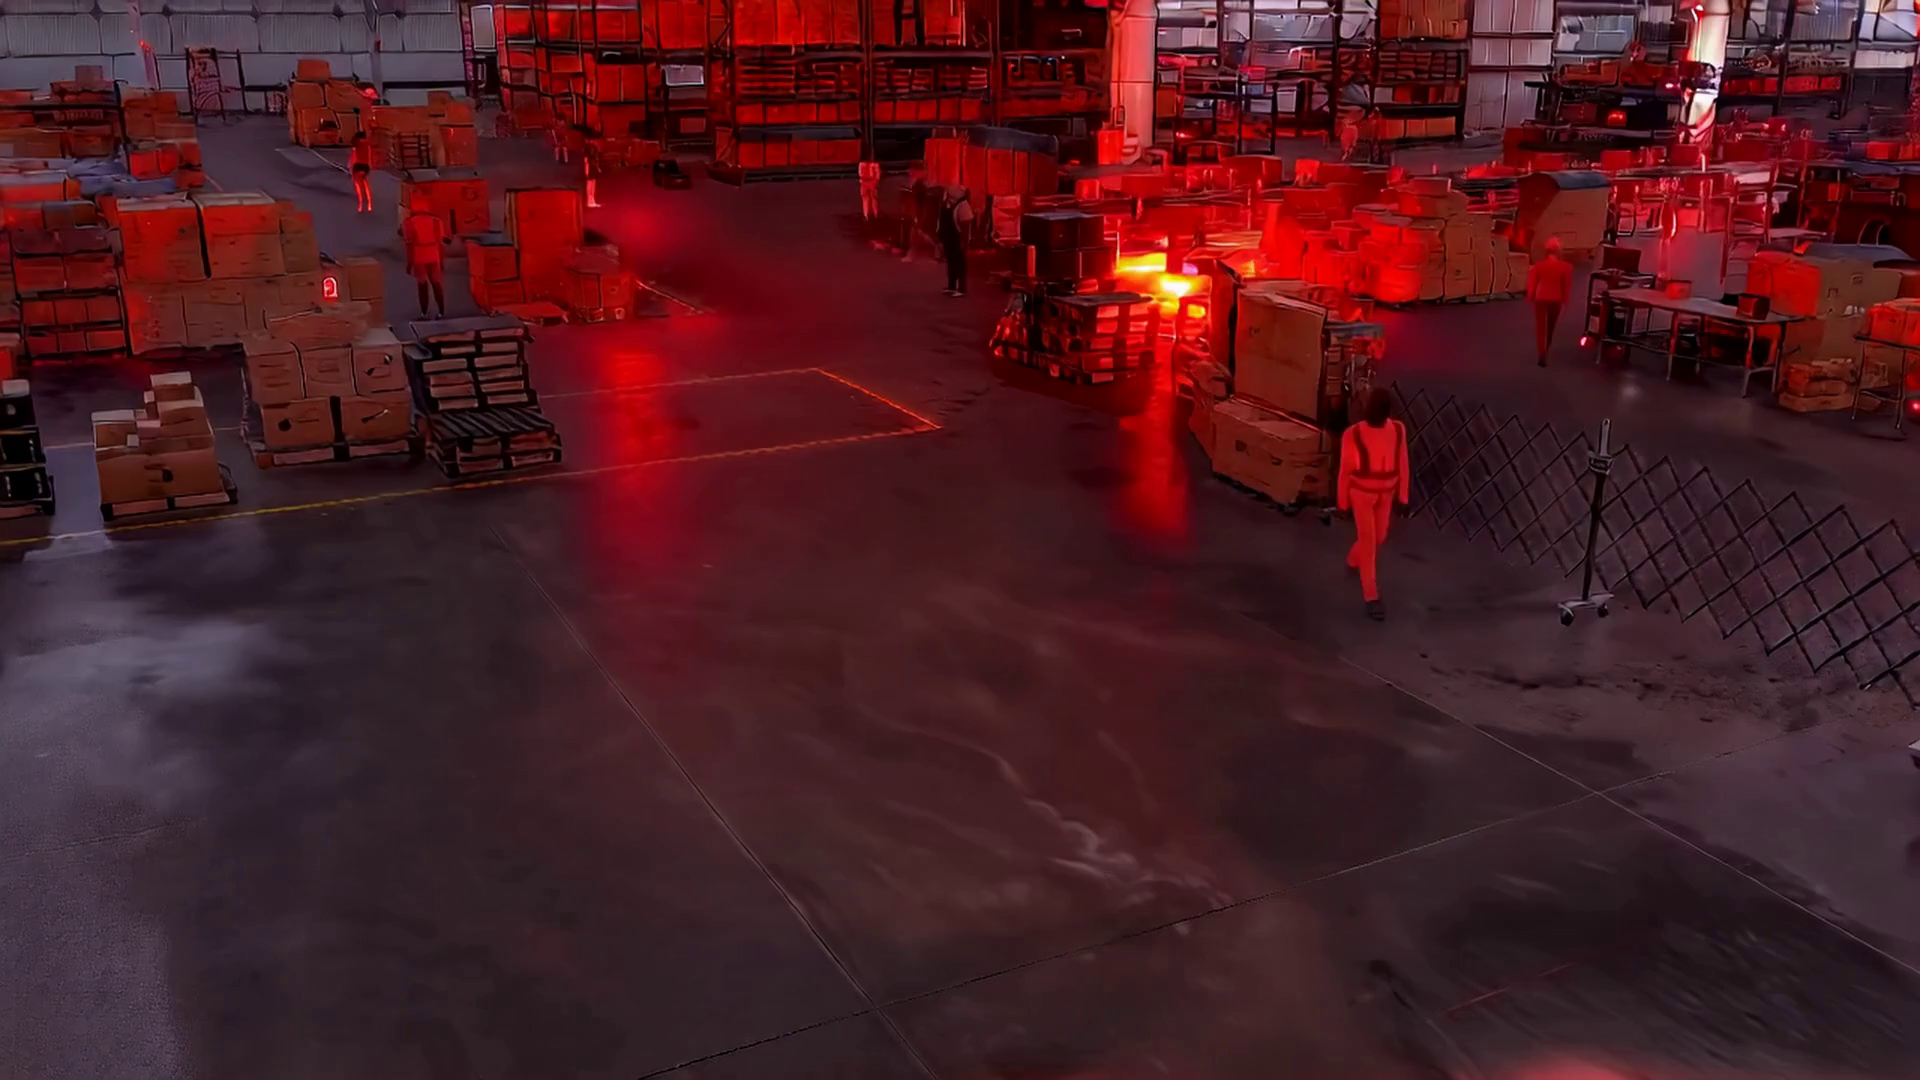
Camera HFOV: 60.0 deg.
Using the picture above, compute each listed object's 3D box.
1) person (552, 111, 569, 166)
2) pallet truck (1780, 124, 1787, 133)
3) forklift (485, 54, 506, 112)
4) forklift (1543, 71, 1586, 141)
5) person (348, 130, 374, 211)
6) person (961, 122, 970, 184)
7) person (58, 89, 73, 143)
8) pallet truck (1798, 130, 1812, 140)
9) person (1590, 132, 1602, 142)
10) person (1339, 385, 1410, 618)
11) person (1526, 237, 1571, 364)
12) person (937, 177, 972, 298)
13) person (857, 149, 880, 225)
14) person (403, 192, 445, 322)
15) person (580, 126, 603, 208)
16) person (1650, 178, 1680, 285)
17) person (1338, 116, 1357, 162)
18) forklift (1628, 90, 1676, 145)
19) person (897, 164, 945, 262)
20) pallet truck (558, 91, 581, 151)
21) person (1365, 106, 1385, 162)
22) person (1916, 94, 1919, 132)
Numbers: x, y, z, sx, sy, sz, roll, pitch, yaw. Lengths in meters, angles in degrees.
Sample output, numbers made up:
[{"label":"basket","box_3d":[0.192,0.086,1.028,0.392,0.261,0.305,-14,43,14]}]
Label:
[{"label":"person","box_3d":[-12.364,-12.446,51.552,0.545,1.685,0.545,-10,21,-30]},{"label":"pallet truck","box_3d":[25.206,-12.542,52.601,1.601,1.201,0.680,0,18,-2]},{"label":"forklift","box_3d":[-20.050,-19.454,71.483,1.873,2.768,1.129,-9,20,-26]},{"label":"forklift","box_3d":[18.685,-13.231,52.085,1.873,2.768,1.129,-9,20,-26]},{"label":"person","box_3d":[-14.509,-8.939,40.248,0.540,1.929,0.391,-15,23,-38]},{"label":"person","box_3d":[0.160,-10.795,46.390,0.315,1.700,0.540,-4,18,-12]},{"label":"person","box_3d":[-32.371,-15.356,60.279,0.394,1.911,0.584,-12,21,-33]},{"label":"pallet truck","box_3d":[25.526,-11.556,49.408,1.630,1.274,0.653,-9,20,-26]},{"label":"person","box_3d":[20.706,-13.172,53.962,0.857,1.590,0.500,-2,18,-6]},{"label":"person","box_3d":[3.348,-0.371,13.634,0.575,1.863,0.864,-6,19,-18]},{"label":"person","box_3d":[8.158,-3.341,23.111,0.537,1.712,0.917,3,18,9]},{"label":"person","box_3d":[-0.118,-5.125,28.167,0.536,2.000,0.684,-9,20,-26]},{"label":"person","box_3d":[-2.077,-8.046,37.840,0.543,1.679,0.607,3,18,9]},{"label":"person","box_3d":[-8.255,-4.327,25.664,0.615,2.047,0.357,-13,22,-36]},{"label":"person","box_3d":[-9.078,-9.188,40.953,0.367,1.966,0.607,5,18,14]},{"label":"person","box_3d":[12.530,-5.460,29.484,0.331,1.874,0.519,5,18,14]},{"label":"person","box_3d":[10.957,-11.117,47.212,0.470,1.808,0.617,-9,20,-25]},{"label":"forklift","box_3d":[24.454,-15.136,58.021,1.873,2.768,1.129,-9,20,-26]},{"label":"person","box_3d":[-0.716,-6.272,31.999,0.931,1.893,0.553,0,18,2]},{"label":"pallet truck","box_3d":[-13.495,-14.412,57.188,0.823,1.965,1.885,-3,18,-9]},{"label":"person","box_3d":[12.476,-12.127,50.211,0.408,1.909,0.638,-11,21,-31]},{"label":"person","box_3d":[38.204,-17.127,65.821,0.623,1.900,0.984,12,21,32]}]
